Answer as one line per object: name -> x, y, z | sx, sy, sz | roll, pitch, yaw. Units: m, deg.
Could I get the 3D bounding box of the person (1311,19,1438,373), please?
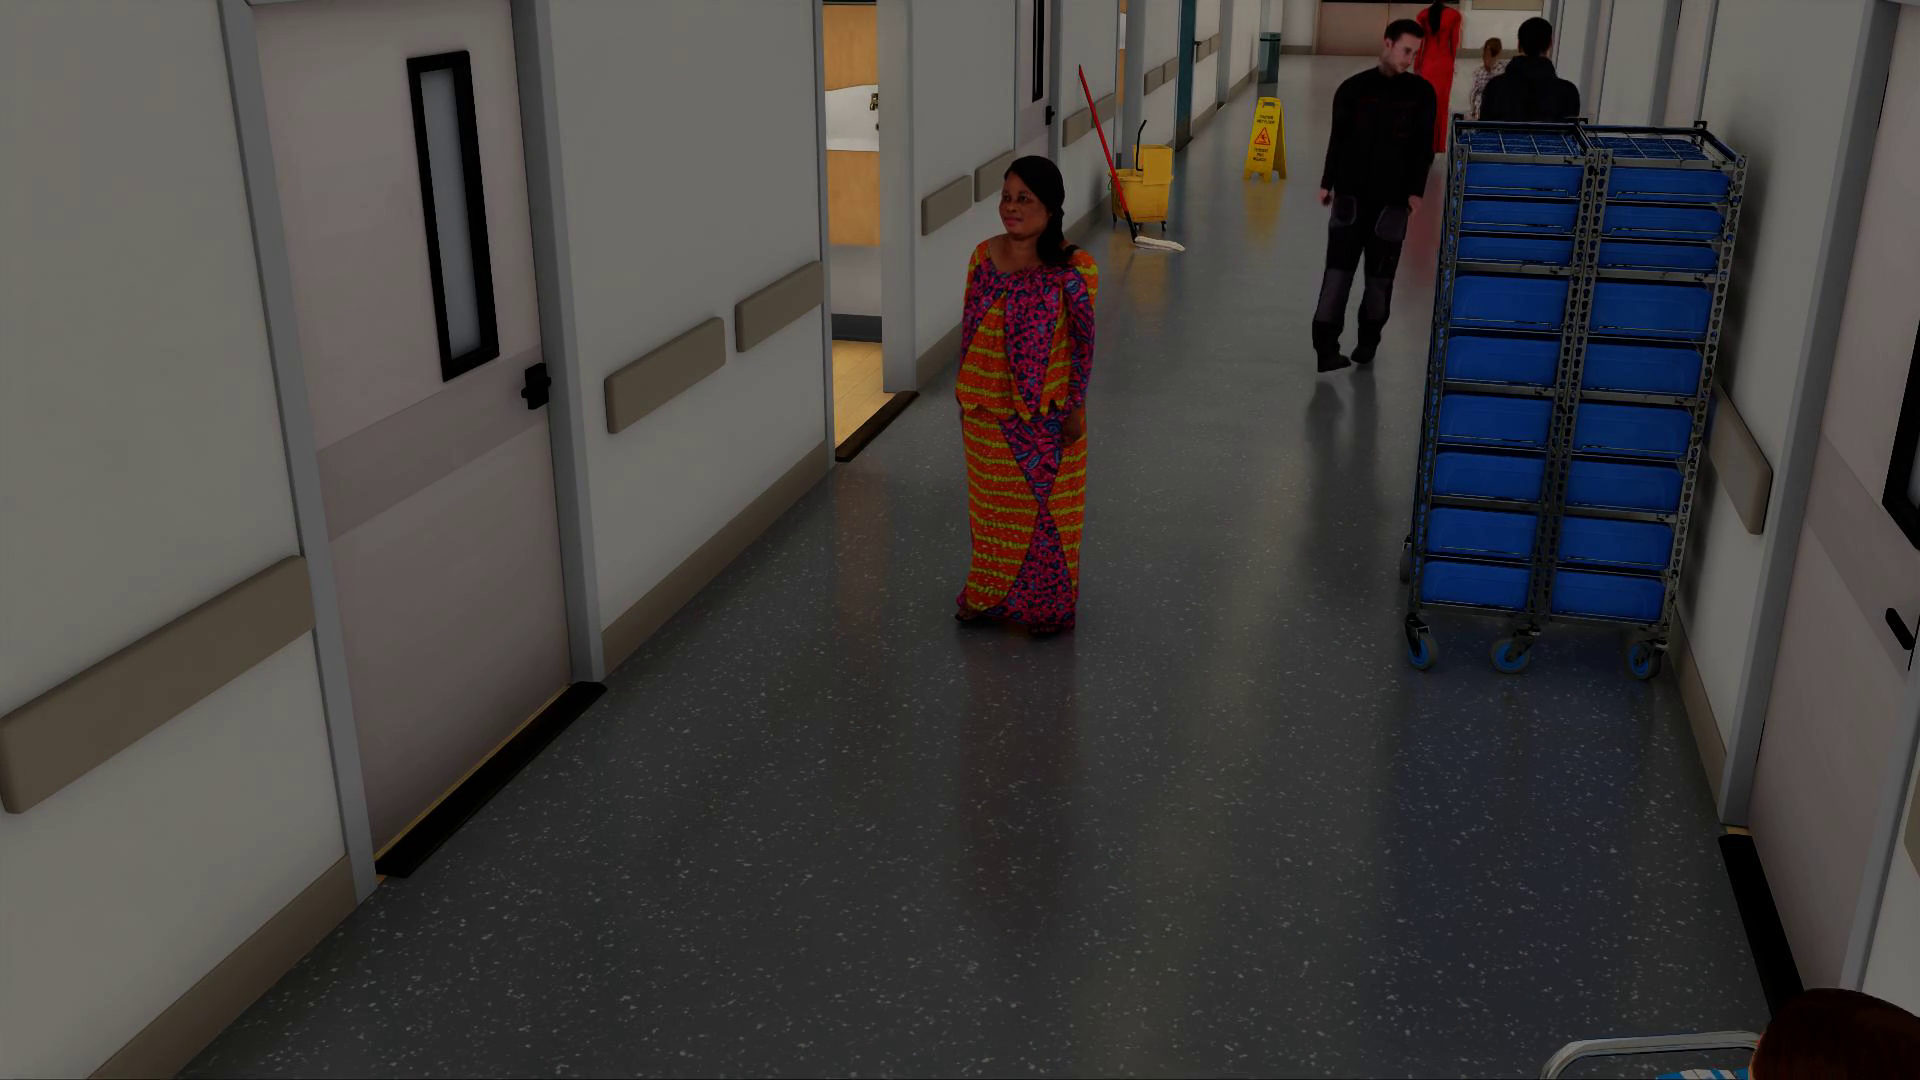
person -> 2.256, -1.864, 9.108 | 0.756, 1.863, 0.970 | 6, 21, 14

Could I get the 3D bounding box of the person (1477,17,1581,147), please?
person -> 3.057, -1.889, 9.164 | 0.762, 1.869, 0.742 | 11, 23, 26

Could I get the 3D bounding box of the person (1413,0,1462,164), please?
person -> 4.771, -4.668, 16.665 | 0.743, 1.754, 1.084 | 2, 21, 5

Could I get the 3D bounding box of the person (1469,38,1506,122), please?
person -> 4.970, -4.063, 15.705 | 0.654, 1.302, 0.729 | 16, 26, 35

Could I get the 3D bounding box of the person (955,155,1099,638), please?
person -> 0.221, -0.500, 5.736 | 0.699, 1.686, 0.716 | 10, 23, 25
